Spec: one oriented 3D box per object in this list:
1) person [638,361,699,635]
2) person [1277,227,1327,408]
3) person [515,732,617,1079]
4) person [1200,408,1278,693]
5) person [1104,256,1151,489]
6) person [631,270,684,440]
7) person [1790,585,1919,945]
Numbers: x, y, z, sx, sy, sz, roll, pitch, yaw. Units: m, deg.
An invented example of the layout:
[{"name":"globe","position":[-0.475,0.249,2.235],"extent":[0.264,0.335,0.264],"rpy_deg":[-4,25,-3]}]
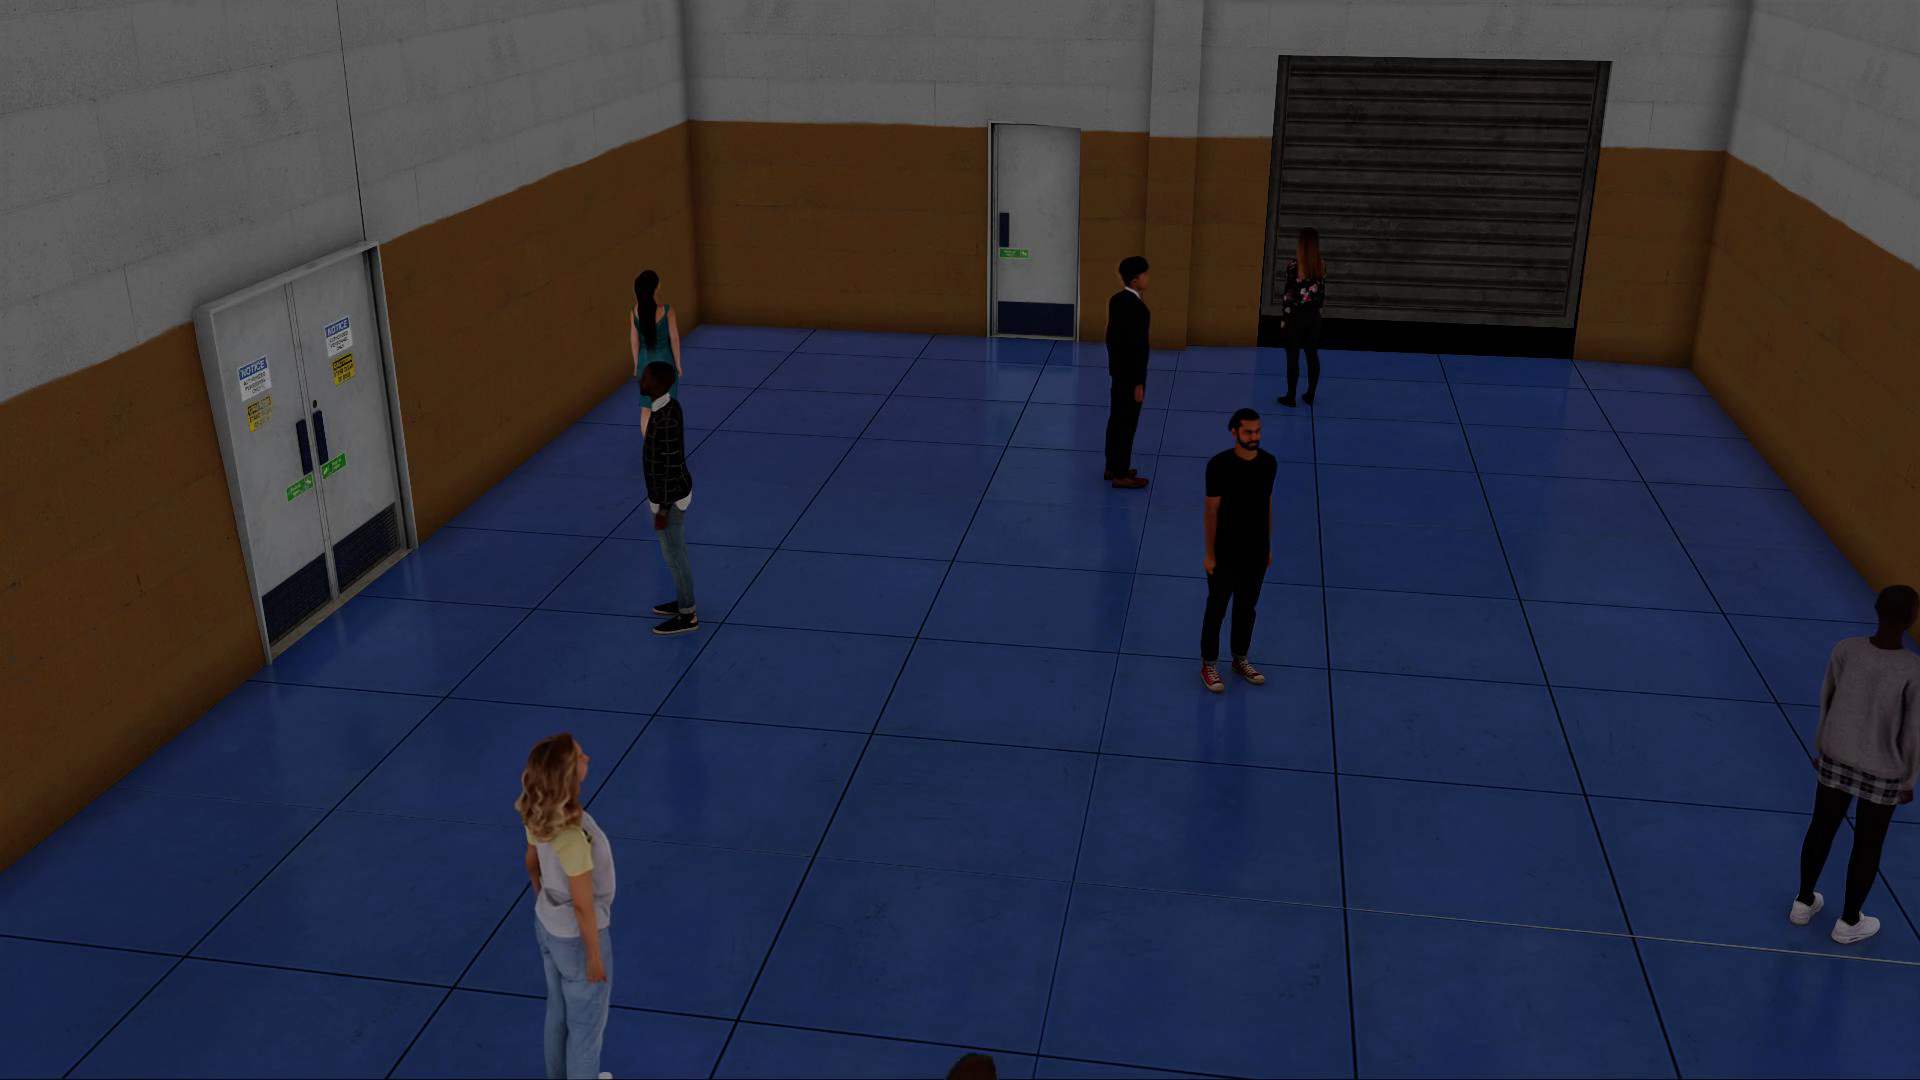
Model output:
[{"name":"person","position":[-1.882,-0.289,10.831],"extent":[0.665,1.820,0.725],"rpy_deg":[-3,22,-7]},{"name":"person","position":[3.189,-2.070,15.448],"extent":[0.595,1.682,0.706],"rpy_deg":[-7,23,-17]},{"name":"person","position":[-1.501,1.523,6.431],"extent":[0.758,1.722,0.689],"rpy_deg":[-16,27,-35]},{"name":"person","position":[1.681,0.044,10.085],"extent":[0.691,1.758,0.787],"rpy_deg":[-9,24,-21]},{"name":"person","position":[1.339,-1.360,13.414],"extent":[0.718,1.881,0.772],"rpy_deg":[-6,23,-14]},{"name":"person","position":[-2.523,-1.416,13.814],"extent":[0.458,1.687,0.641],"rpy_deg":[1,22,3]},{"name":"person","position":[4.143,1.019,7.641],"extent":[0.755,1.772,0.682],"rpy_deg":[-16,27,-35]}]
